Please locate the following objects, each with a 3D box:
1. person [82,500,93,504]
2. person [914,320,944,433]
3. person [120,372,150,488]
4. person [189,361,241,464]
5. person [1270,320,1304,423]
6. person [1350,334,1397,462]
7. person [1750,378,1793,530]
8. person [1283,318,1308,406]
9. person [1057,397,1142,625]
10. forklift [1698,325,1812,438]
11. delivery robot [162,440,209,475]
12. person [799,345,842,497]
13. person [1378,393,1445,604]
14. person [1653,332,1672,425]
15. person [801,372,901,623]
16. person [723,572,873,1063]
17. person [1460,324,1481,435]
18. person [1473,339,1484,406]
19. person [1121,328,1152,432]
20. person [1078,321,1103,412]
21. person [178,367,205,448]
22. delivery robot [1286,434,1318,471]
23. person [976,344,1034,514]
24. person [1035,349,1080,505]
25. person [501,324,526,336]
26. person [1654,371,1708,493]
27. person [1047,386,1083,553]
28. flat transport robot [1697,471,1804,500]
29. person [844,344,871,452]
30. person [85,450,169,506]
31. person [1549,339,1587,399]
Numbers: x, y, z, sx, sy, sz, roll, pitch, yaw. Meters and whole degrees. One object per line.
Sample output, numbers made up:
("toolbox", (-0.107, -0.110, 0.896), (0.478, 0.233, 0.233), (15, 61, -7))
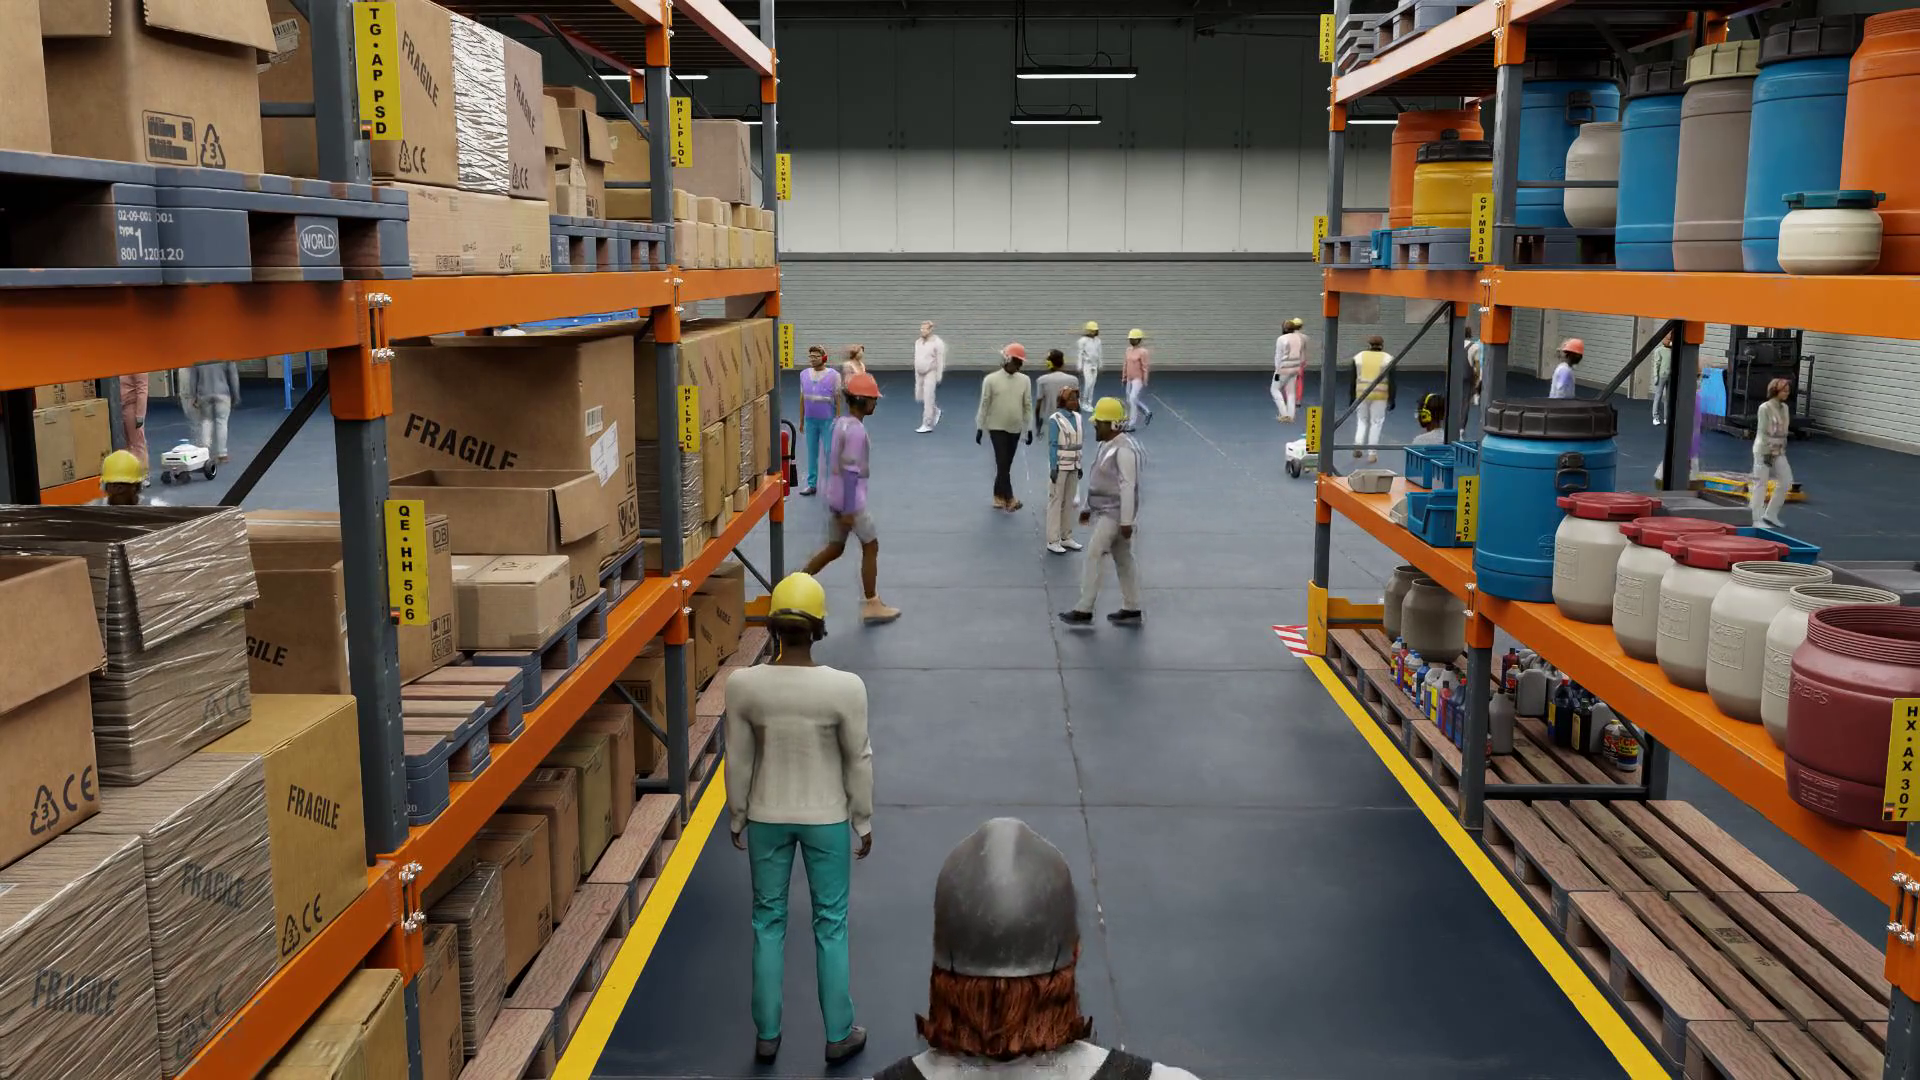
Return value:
("person", (-9.147, -0.953, 17.012), (0.616, 1.959, 0.923), (4, 10, 21))
("person", (-0.509, -2.773, 28.118), (0.650, 1.888, 0.662), (9, 13, 42))
("person", (-10.566, -1.607, 21.074), (0.643, 1.909, 0.410), (5, 11, 28))
("person", (-10.623, -2.057, 23.735), (0.647, 1.922, 0.443), (-1, 10, -6))
("person", (5.833, -3.005, 29.691), (0.649, 1.823, 0.463), (-6, 11, -33))
("person", (5.938, -2.037, 23.902), (0.651, 1.822, 0.445), (5, 11, 28))
("person", (8.678, -0.908, 17.750), (0.512, 1.624, 0.434), (-6, 11, -31))
("person", (6.678, -3.560, 33.269), (0.543, 1.727, 0.826), (-2, 10, -12))
("person", (1.088, -0.220, 13.072), (0.816, 1.795, 0.600), (-1, 9, -3))
("forklift", (13.248, -3.165, 27.620), (1.129, 2.768, 1.873), (0, 9, 1))
("delivery robot", (-10.128, -1.070, 21.744), (0.477, 0.478, 0.707), (0, 10, 0))
("person", (-1.715, -1.468, 20.419), (0.568, 1.845, 0.386), (4, 10, 23))
("person", (3.601, -0.238, 13.100), (0.508, 1.832, 0.913), (-8, 13, -41))
("person", (12.477, -2.854, 29.362), (0.498, 1.633, 0.289), (-2, 10, -10))
("person", (-0.988, -0.329, 13.181), (0.949, 1.997, 0.618), (-3, 10, -17))
("person", (-0.569, 0.990, 5.941), (0.535, 1.766, 0.321), (1, 10, 7))
("person", (8.453, -2.704, 27.926), (0.541, 1.811, 0.836), (3, 10, 18))
("person", (10.250, -3.391, 32.465), (0.538, 1.674, 0.727), (-3, 10, -19))
("person", (3.035, -2.733, 28.285), (0.669, 1.742, 0.526), (-6, 11, -32))
("person", (2.517, -3.313, 31.795), (0.509, 1.725, 0.413), (-7, 11, -34))
("person", (-10.994, -2.084, 23.842), (0.638, 1.940, 0.351), (8, 13, 41))
("delivery robot", (4.653, -1.181, 22.411), (0.477, 0.478, 0.707), (-1, 10, -7))
("person", (0.551, -1.289, 19.126), (0.654, 1.918, 1.034), (-4, 10, -21))
("person", (1.161, -1.328, 19.646), (0.550, 1.826, 0.520), (-1, 10, -5))
("person", (-8.505, -3.392, 31.875), (0.507, 1.872, 0.329), (1, 10, 4))
("person", (7.459, -0.929, 17.057), (0.988, 1.900, 0.553), (8, 12, 39))
("person", (1.042, -0.702, 16.452), (0.310, 1.638, 0.522), (7, 12, 37))
("flat transport robot", (9.636, -0.684, 20.561), (0.652, 0.197, 1.431), (-3, 10, -16))
("person", (-1.588, -2.131, 25.022), (0.437, 1.626, 0.530), (5, 11, 26))
("person", (-4.852, 0.345, 9.788), (0.596, 1.778, 0.917), (-2, 10, -12))
("person", (7.784, -1.658, 21.484), (1.023, 1.878, 0.577), (2, 10, 14))
